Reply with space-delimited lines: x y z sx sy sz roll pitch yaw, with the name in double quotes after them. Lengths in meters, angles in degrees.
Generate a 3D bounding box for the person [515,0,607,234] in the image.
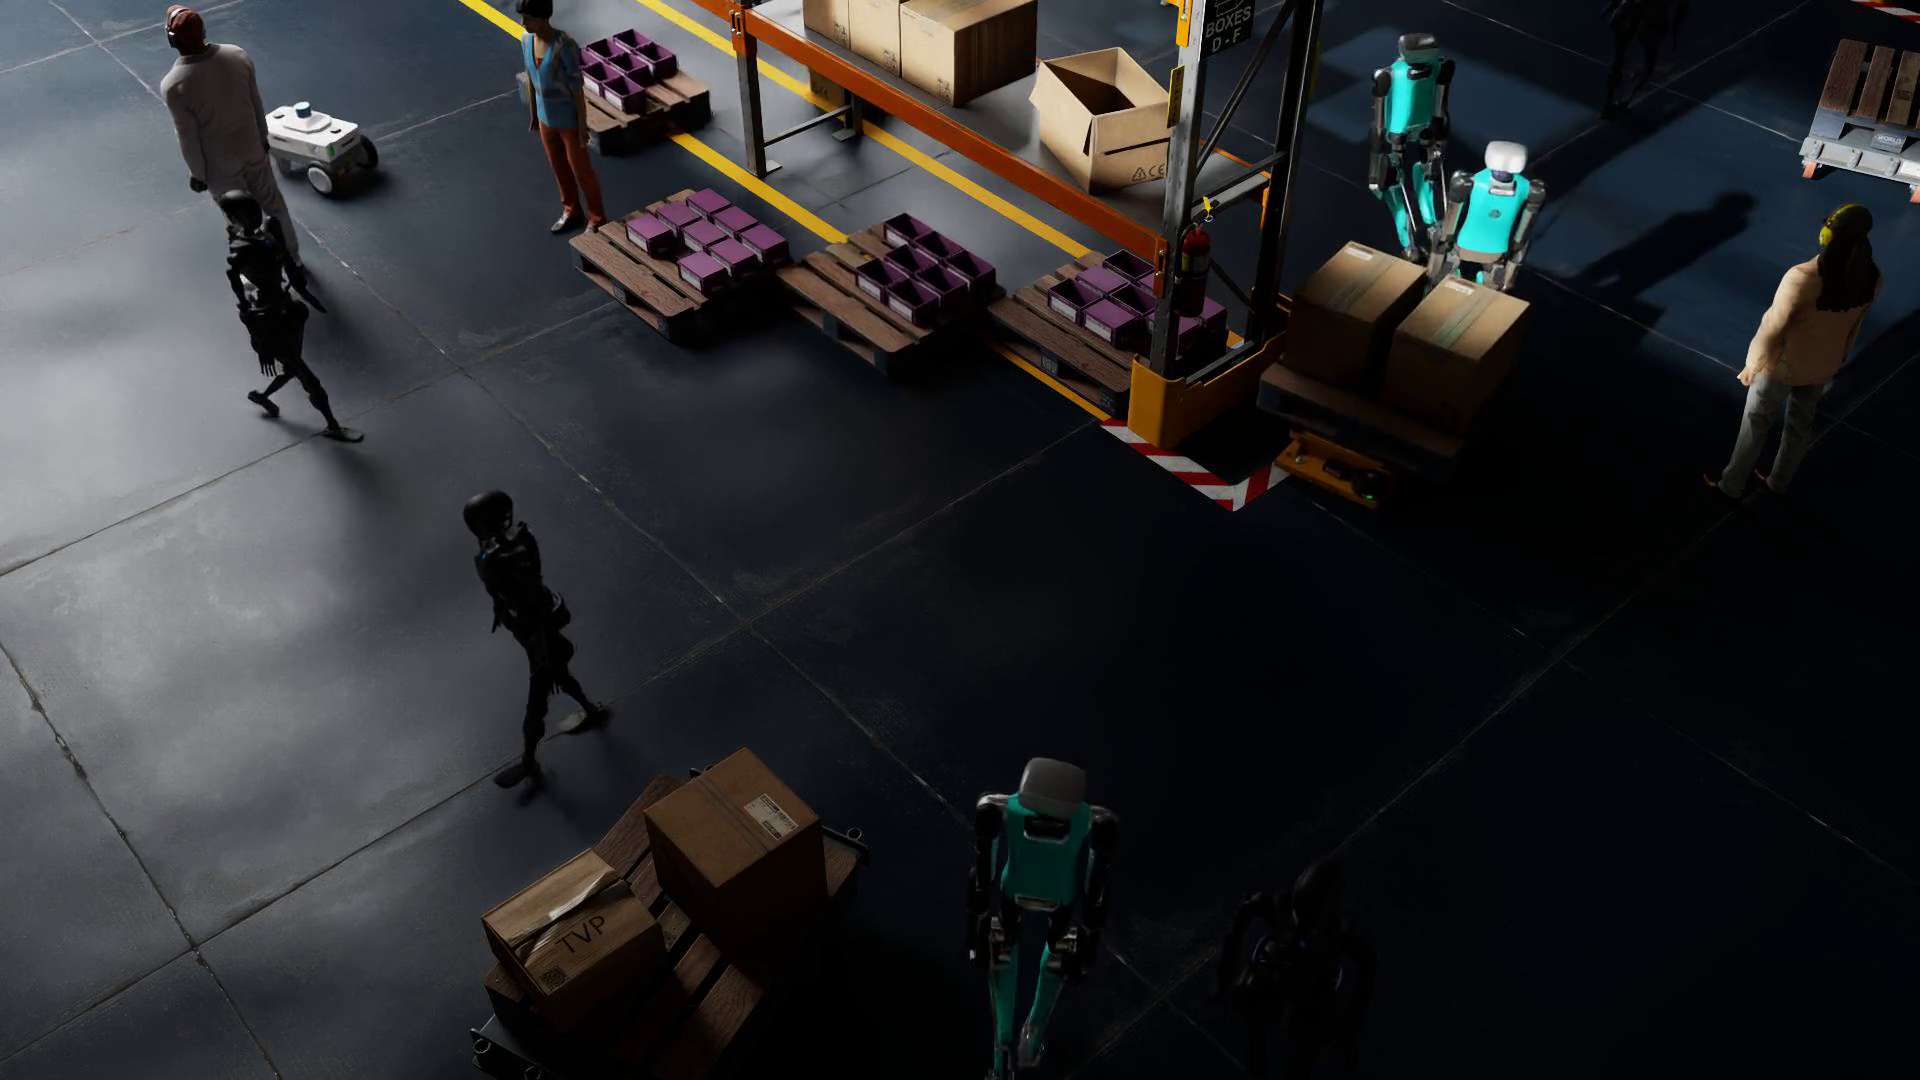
-2.666 -2.811 11.055 0.503 1.758 0.335 23 47 23 "person"

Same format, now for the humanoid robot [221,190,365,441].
-3.934 -1.285 9.503 0.778 1.650 0.606 8 43 8 "humanoid robot"

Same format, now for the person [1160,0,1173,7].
1.756 -5.377 13.784 0.390 1.837 0.562 -33 52 -31 "person"

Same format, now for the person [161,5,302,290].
-4.667 -2.473 10.576 0.404 1.910 0.640 23 47 23 "person"

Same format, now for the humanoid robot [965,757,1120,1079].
0.266 1.647 6.217 0.551 1.741 0.950 5 43 5 "humanoid robot"

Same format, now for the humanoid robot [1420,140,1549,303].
2.986 -1.610 9.763 0.552 1.792 0.680 5 43 6 "humanoid robot"

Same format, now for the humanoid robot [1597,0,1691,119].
5.028 -3.882 12.279 0.615 1.646 0.373 27 49 26 "humanoid robot"

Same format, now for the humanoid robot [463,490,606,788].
-2.023 0.414 7.621 0.722 1.627 0.614 -31 51 -29 "humanoid robot"

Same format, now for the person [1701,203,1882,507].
4.514 -0.957 8.961 0.554 1.869 0.391 -5 43 -5 "person"

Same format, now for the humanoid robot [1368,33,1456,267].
2.889 -2.162 10.405 0.577 1.804 0.938 -10 44 -11 "humanoid robot"

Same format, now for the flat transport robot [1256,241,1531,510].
2.514 -0.730 9.889 0.659 0.231 1.431 27 49 26 "flat transport robot"

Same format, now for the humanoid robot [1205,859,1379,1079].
1.216 1.719 6.184 0.609 1.645 0.349 18 46 19 "humanoid robot"

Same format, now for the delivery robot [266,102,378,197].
-4.637 -2.851 11.997 0.782 0.611 0.510 17 45 18 "delivery robot"
